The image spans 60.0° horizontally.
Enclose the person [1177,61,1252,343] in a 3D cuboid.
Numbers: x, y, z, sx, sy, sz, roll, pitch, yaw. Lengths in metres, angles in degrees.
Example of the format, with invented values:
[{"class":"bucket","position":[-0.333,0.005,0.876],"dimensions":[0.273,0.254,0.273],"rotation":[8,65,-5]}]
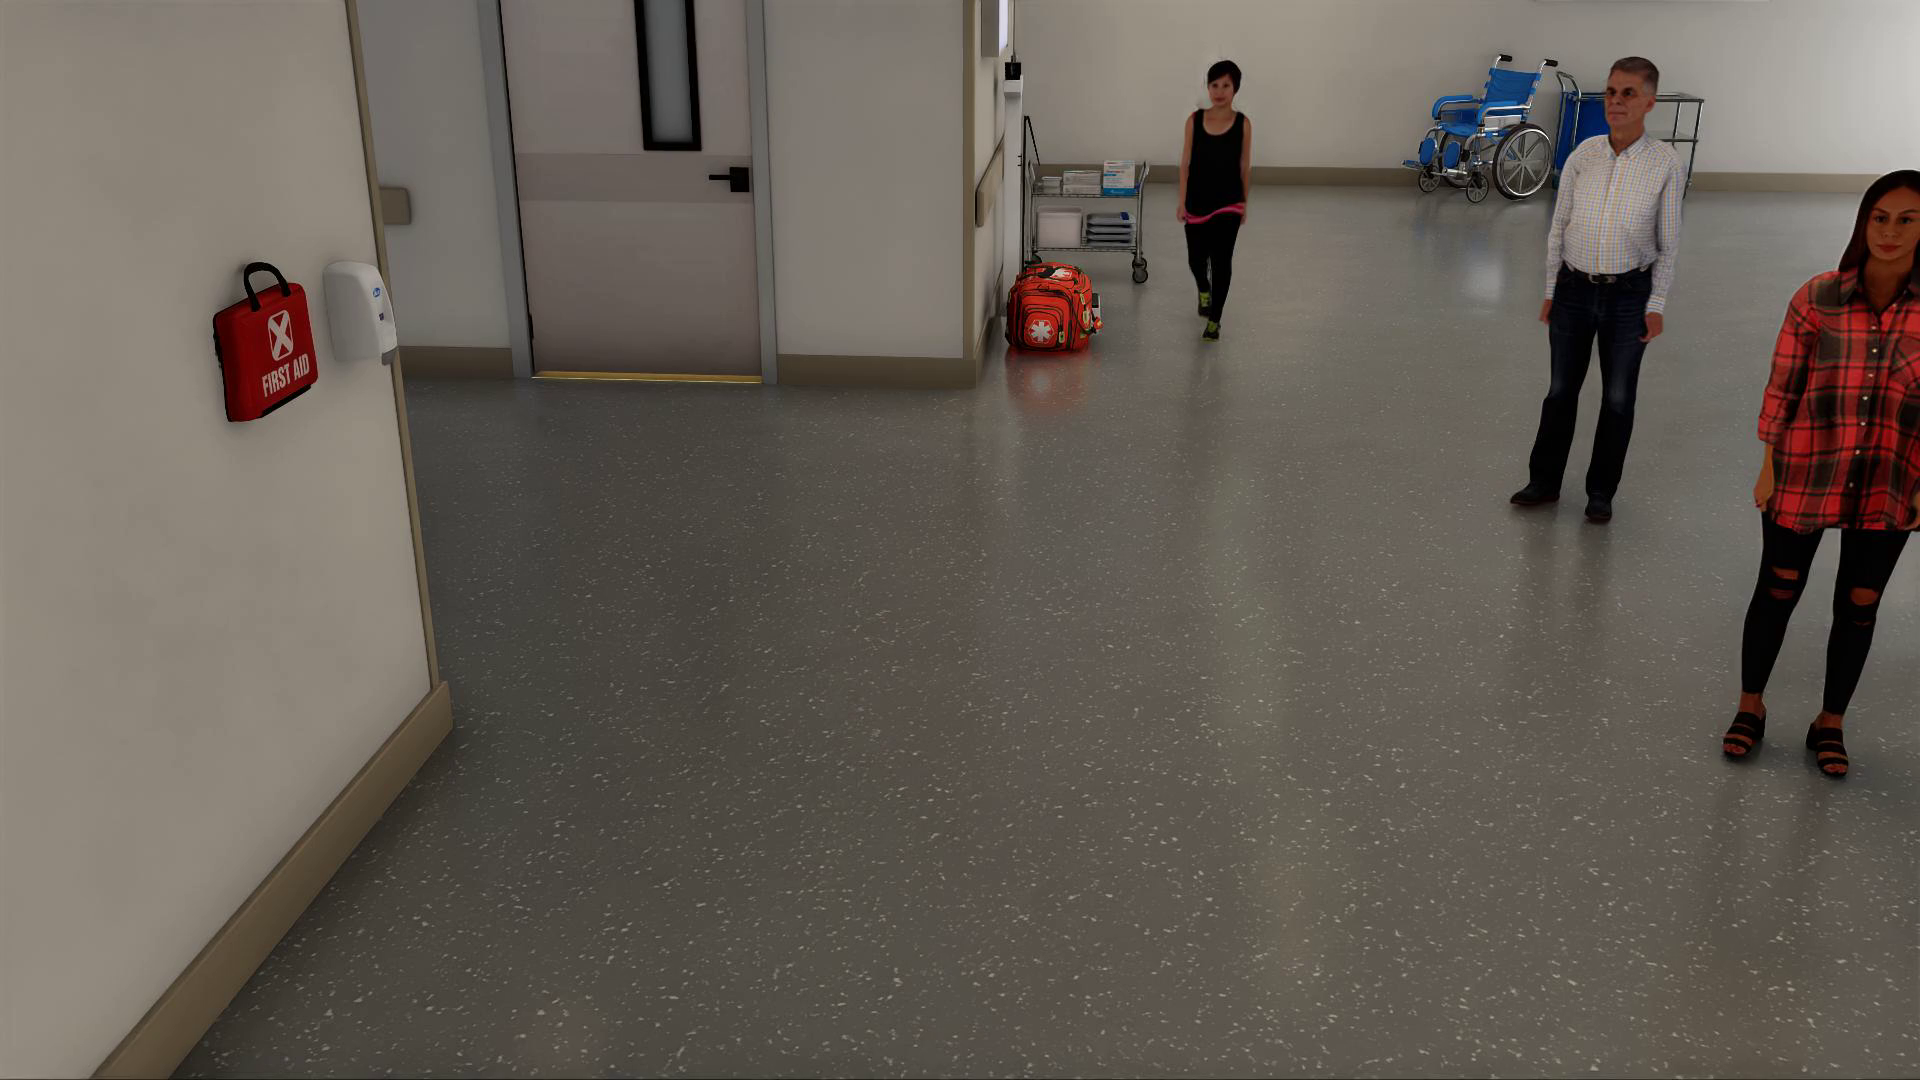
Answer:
[{"class":"person","position":[1.460,-1.947,9.564],"dimensions":[0.669,1.520,1.054],"rotation":[6,22,15]}]

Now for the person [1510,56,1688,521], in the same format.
[{"class":"person","position":[2.564,-0.985,6.603],"dimensions":[0.738,1.819,0.754],"rotation":[15,26,35]}]

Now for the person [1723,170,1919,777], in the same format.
[{"class":"person","position":[2.449,-0.165,4.601],"dimensions":[0.684,1.703,0.660],"rotation":[9,23,22]}]
